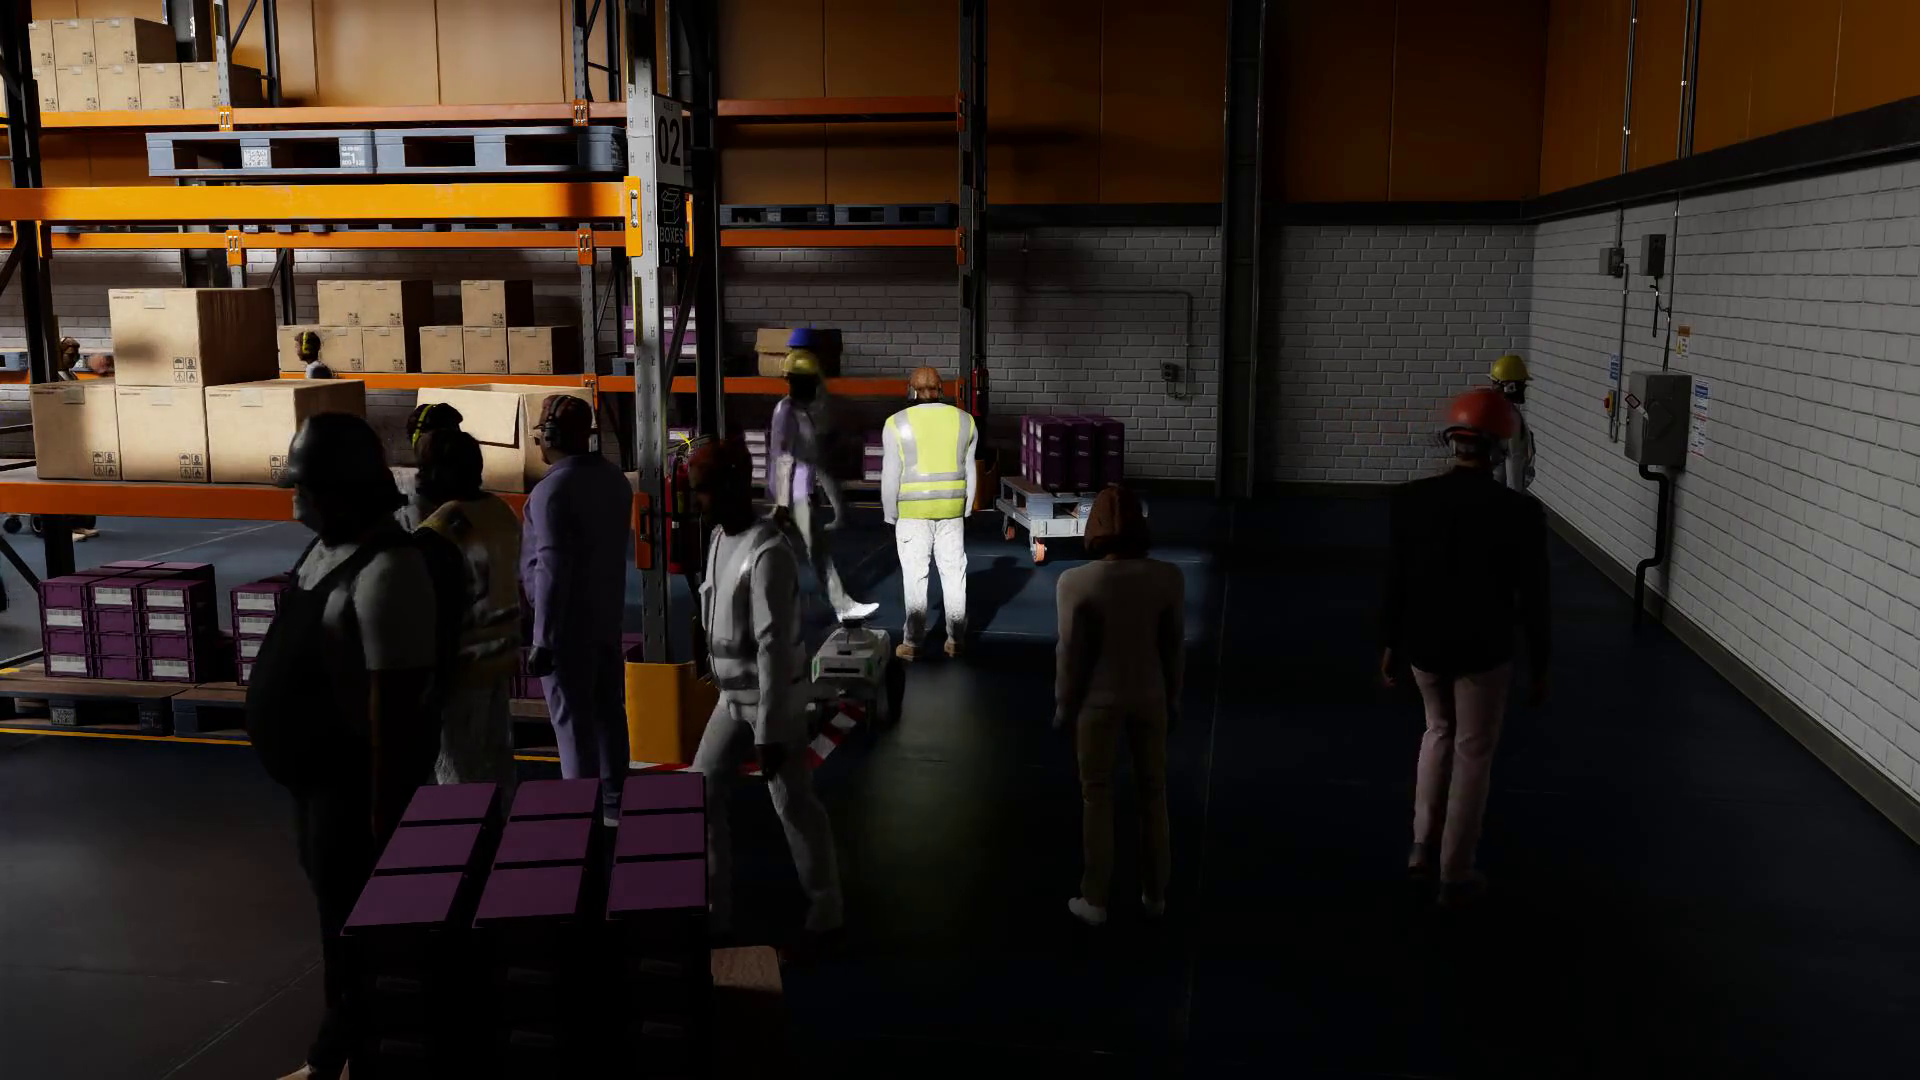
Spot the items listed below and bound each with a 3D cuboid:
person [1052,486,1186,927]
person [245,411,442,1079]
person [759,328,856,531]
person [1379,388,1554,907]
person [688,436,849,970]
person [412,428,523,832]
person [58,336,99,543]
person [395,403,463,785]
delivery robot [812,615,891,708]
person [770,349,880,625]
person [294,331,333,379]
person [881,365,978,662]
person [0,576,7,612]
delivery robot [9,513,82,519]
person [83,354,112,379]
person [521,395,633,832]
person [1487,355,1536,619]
[{"bbox_3d":[0.587,0.613,6.139,0.497,1.633,0.278,-2,9,-11],"label":"person"},{"bbox_3d":[-1.754,0.604,4.936,0.712,2.000,0.717,-5,11,-30],"label":"person"},{"bbox_3d":[-1.428,-1.016,15.453,0.992,1.901,0.616,0,9,3],"label":"person"},{"bbox_3d":[1.938,0.411,6.332,0.646,1.972,0.457,8,12,41],"label":"person"},{"bbox_3d":[-0.760,0.576,5.683,0.823,1.846,0.713,-5,10,-28],"label":"person"},{"bbox_3d":[-1.857,0.502,6.186,0.429,1.841,0.635,1,9,9],"label":"person"},{"bbox_3d":[-8.000,-0.901,14.902,0.349,1.839,0.505,-1,9,-3],"label":"person"},{"bbox_3d":[-2.215,0.351,7.054,0.332,1.866,0.514,-2,9,-15],"label":"person"},{"bbox_3d":[-0.581,0.650,8.959,0.477,0.478,0.707,1,9,5],"label":"delivery robot"},{"bbox_3d":[-1.015,-0.349,11.341,0.891,1.884,0.608,-1,9,-4],"label":"person"},{"bbox_3d":[-6.085,-1.046,15.809,0.475,1.843,0.576,-1,9,-6],"label":"person"},{"bbox_3d":[-0.199,-0.161,10.323,0.622,1.838,0.430,-3,10,-19],"label":"person"},{"bbox_3d":[-6.859,-0.311,11.292,0.559,1.810,0.647,6,11,33],"label":"person"},{"bbox_3d":[-8.426,-0.375,15.319,0.707,0.478,0.477,5,10,27],"label":"delivery robot"},{"bbox_3d":[-8.417,-1.036,16.496,0.619,1.611,0.328,-2,9,-12],"label":"person"},{"bbox_3d":[-1.618,0.347,6.946,0.403,1.906,0.651,3,10,16],"label":"person"},{"bbox_3d":[3.807,-0.373,11.642,0.404,1.833,0.590,-1,9,-5],"label":"person"}]
